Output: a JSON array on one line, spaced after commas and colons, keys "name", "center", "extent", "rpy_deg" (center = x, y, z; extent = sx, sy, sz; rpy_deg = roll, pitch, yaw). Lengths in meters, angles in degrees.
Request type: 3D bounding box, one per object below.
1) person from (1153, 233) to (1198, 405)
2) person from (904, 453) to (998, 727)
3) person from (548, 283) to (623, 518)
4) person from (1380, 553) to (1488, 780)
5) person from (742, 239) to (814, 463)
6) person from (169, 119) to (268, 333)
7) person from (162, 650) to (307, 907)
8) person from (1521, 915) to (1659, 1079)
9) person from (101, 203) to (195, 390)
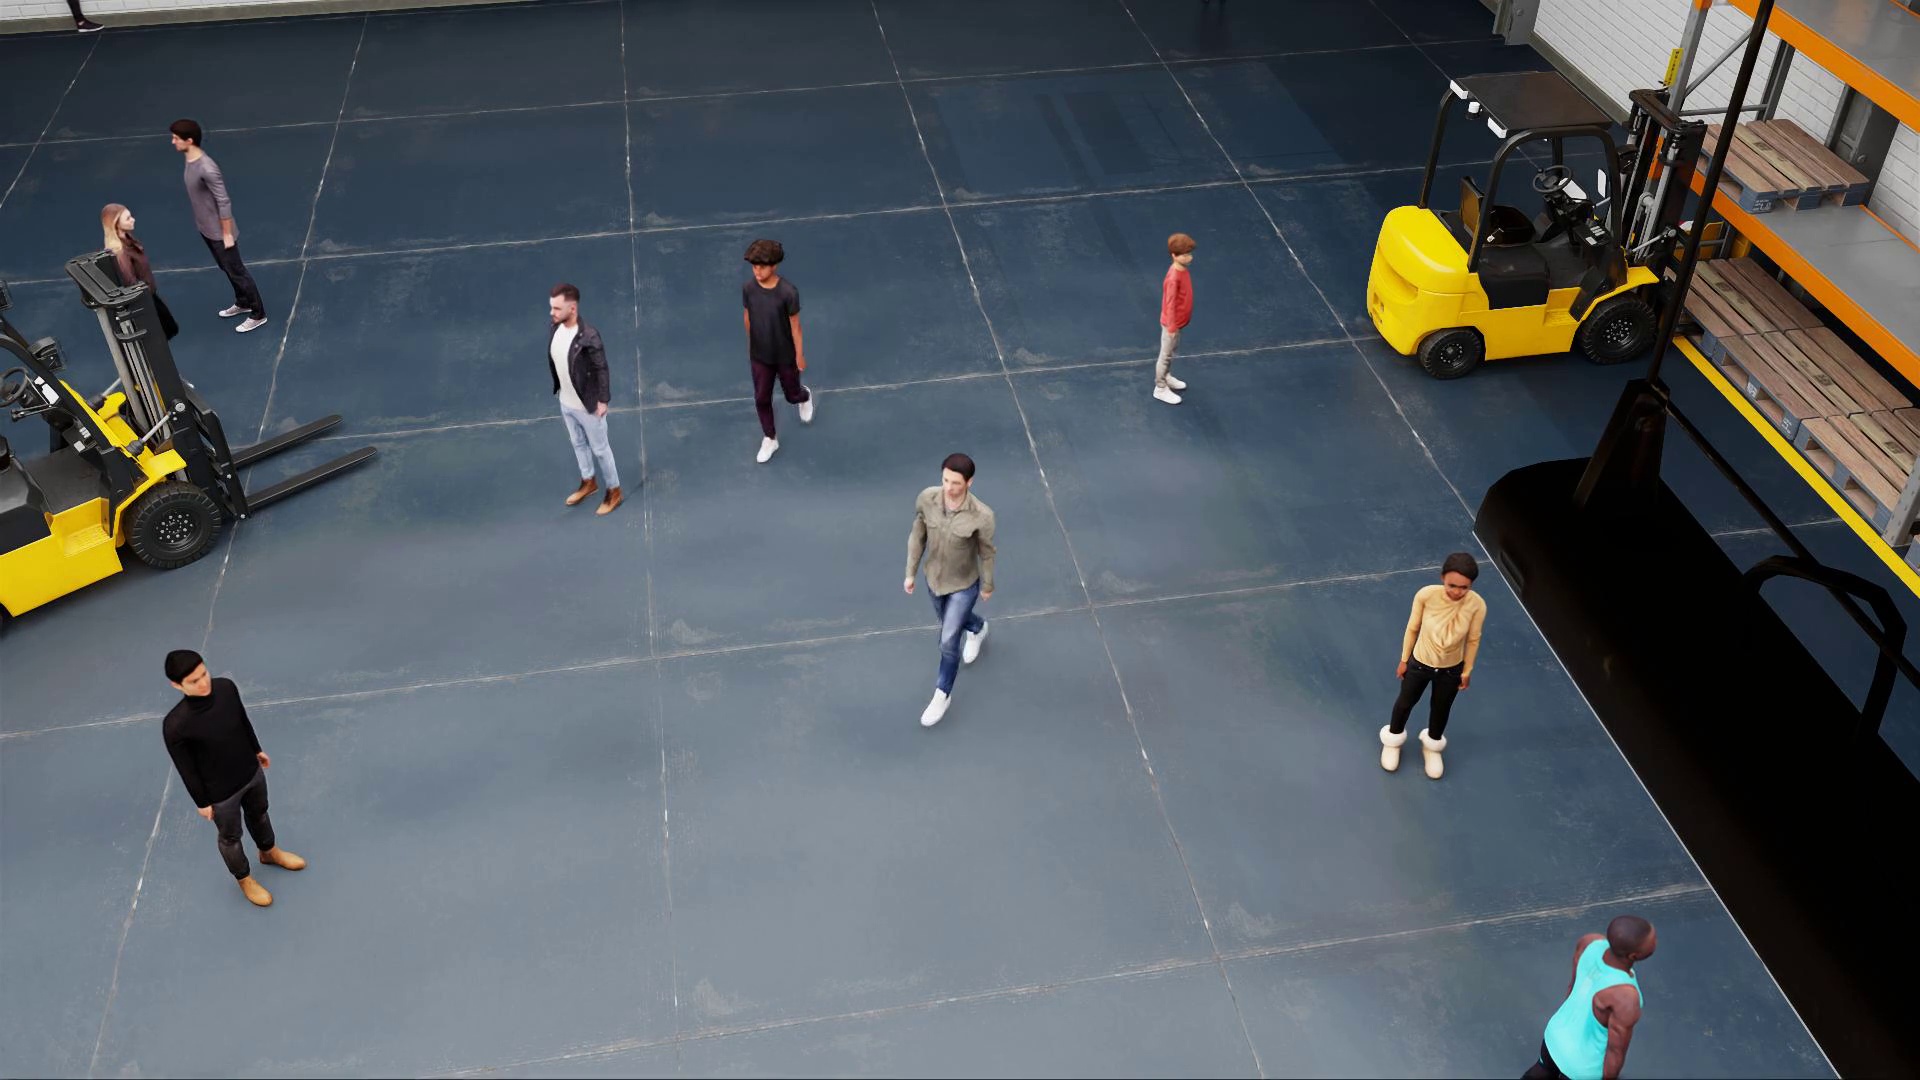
[{"name": "person", "center": [1.679, -1.765, 13.102], "extent": [0.644, 1.418, 0.541], "rpy_deg": [12, 40, 15]}, {"name": "person", "center": [-0.007, 0.184, 10.313], "extent": [1.171, 1.853, 1.250], "rpy_deg": [23, 44, 26]}, {"name": "person", "center": [-2.681, -1.014, 11.827], "extent": [0.720, 1.836, 0.778], "rpy_deg": [23, 44, 26]}, {"name": "person", "center": [2.802, 0.715, 9.806], "extent": [0.662, 1.657, 0.667], "rpy_deg": [9, 39, 11]}, {"name": "person", "center": [-1.355, -1.468, 12.453], "extent": [0.896, 1.764, 1.071], "rpy_deg": [11, 40, 13]}, {"name": "person", "center": [-6.177, -2.628, 13.835], "extent": [0.805, 1.851, 0.660], "rpy_deg": [-28, 46, -30]}, {"name": "person", "center": [-4.000, 1.263, 9.067], "extent": [0.787, 1.723, 0.675], "rpy_deg": [15, 41, 18]}, {"name": "person", "center": [2.839, 2.329, 7.666], "extent": [0.659, 1.805, 0.465], "rpy_deg": [-6, 39, -7]}, {"name": "person", "center": [-6.464, -1.844, 12.982], "extent": [0.718, 1.691, 0.597], "rpy_deg": [-11, 40, -14]}]
